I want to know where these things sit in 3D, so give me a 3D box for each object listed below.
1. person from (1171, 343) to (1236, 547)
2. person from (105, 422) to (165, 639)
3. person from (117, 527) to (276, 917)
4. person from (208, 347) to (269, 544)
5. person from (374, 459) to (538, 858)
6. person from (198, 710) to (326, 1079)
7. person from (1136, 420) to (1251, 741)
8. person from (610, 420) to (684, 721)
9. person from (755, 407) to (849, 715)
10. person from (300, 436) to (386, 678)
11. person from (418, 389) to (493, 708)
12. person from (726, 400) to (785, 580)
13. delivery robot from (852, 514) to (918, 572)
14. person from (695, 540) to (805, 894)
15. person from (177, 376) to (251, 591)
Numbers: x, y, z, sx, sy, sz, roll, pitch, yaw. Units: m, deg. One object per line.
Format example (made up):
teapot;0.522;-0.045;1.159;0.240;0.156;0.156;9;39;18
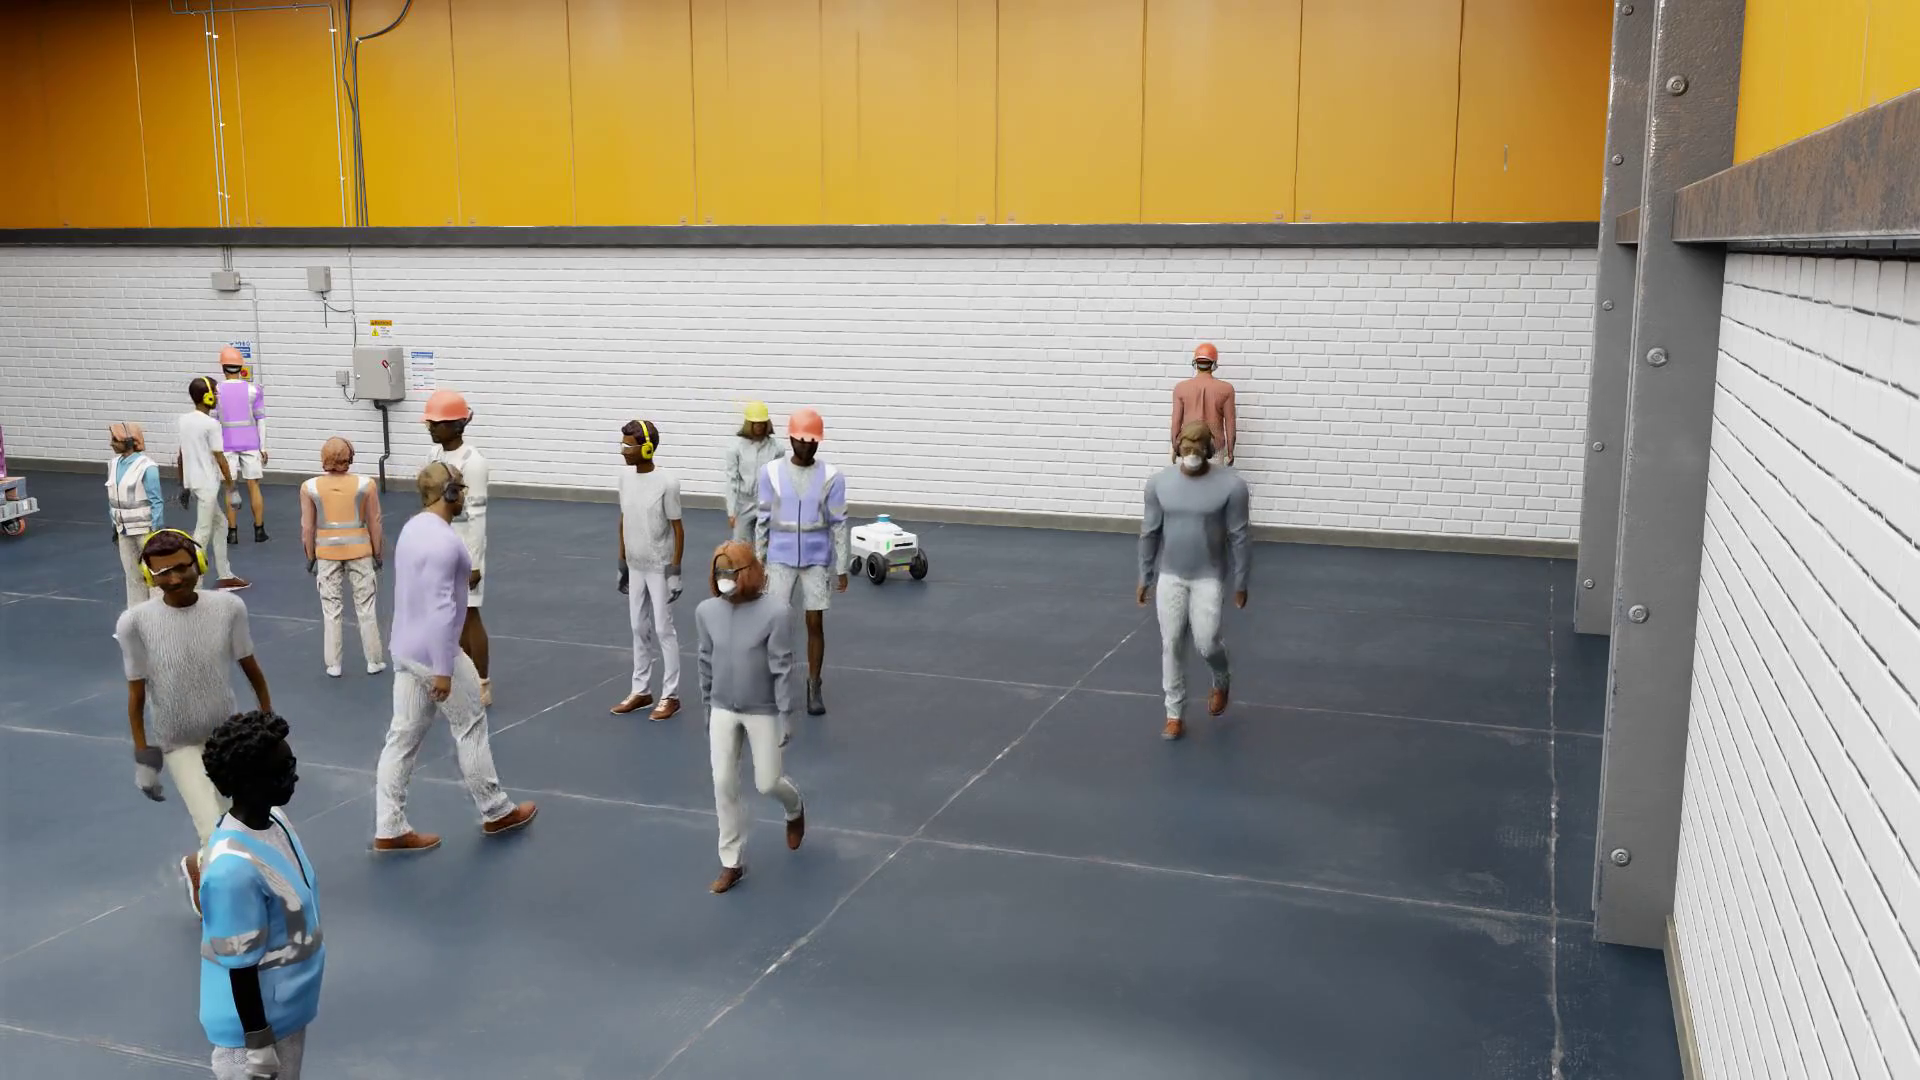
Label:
person;2.342;-0.898;16.007;0.623;1.992;0.396;2;10;11
person;-6.079;-0.059;12.294;0.515;1.636;0.314;5;11;27
person;-3.173;0.805;6.923;0.608;1.820;0.712;-8;13;-38
person;-7.093;-0.921;16.319;0.561;1.933;0.385;-5;11;-25
person;-2.497;0.561;8.085;0.897;1.887;0.659;-8;13;-38
person;-1.886;1.289;4.531;0.317;1.696;0.538;-3;10;-15
person;1.414;0.220;9.932;0.655;1.918;0.557;4;11;24
person;-1.925;0.187;10.271;0.520;1.865;0.334;7;12;33
person;-0.996;0.129;10.402;0.606;1.925;0.415;-1;10;-5
person;-4.171;0.123;11.263;0.524;1.640;0.313;-3;10;-15
person;-3.169;0.071;10.436;0.389;2.038;0.613;-9;13;-41
person;-1.624;-0.268;13.297;0.506;1.732;0.677;-3;11;-19
delivery robot;-0.667;0.018;14.635;0.477;0.478;0.707;-6;12;-31
person;-0.955;0.775;7.658;0.507;1.611;0.585;3;11;18
person;-6.173;-0.437;13.831;0.543;1.838;0.780;7;12;35
